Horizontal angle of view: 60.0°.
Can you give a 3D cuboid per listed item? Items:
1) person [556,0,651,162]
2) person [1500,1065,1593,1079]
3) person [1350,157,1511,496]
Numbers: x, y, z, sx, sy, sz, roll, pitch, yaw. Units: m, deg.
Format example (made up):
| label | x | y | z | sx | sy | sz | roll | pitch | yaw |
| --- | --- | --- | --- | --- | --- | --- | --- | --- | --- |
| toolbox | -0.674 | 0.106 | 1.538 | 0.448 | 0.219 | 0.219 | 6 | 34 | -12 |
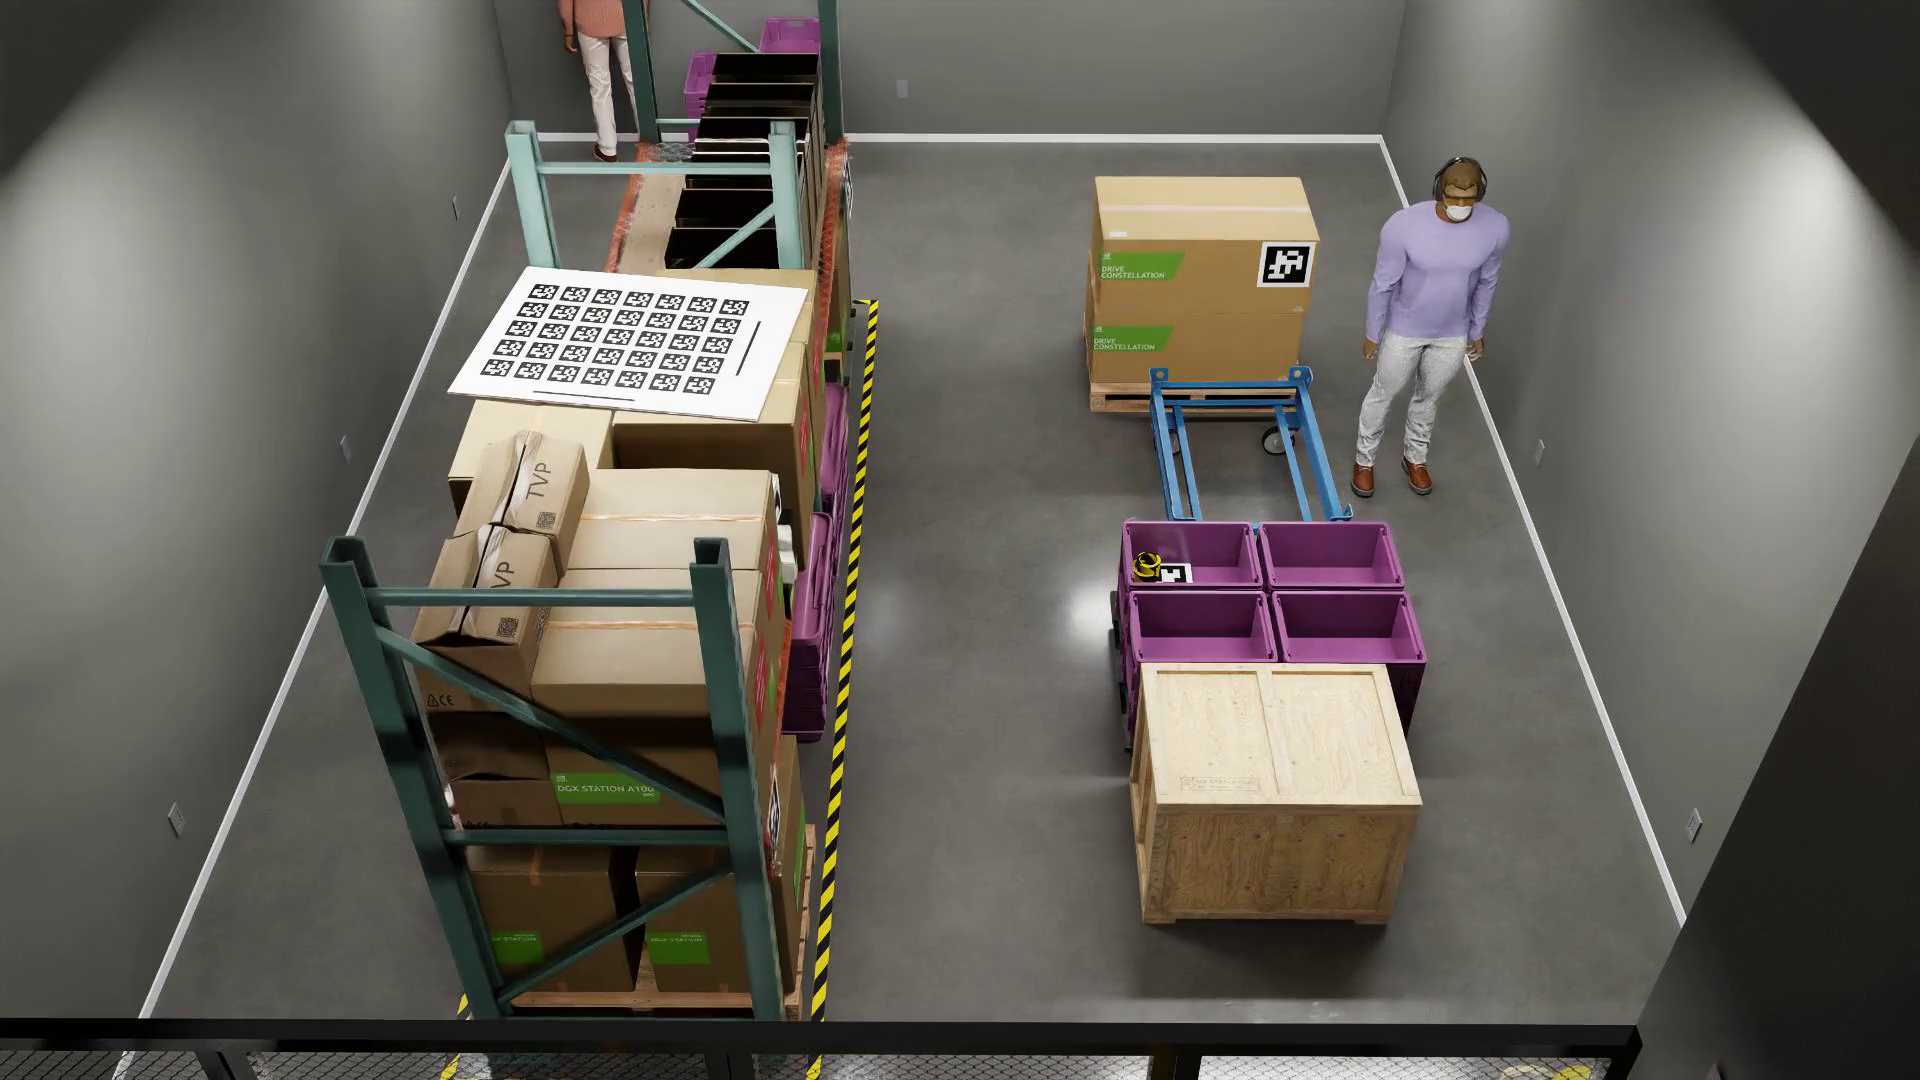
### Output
| label | x | y | z | sx | sy | sz | roll | pitch | yaw |
| --- | --- | --- | --- | --- | --- | --- | --- | --- | --- |
| person | -2.341 | -3.425 | 10.977 | 0.611 | 1.996 | 0.378 | -16 | 44 | -17 |
| person | 1.620 | 2.069 | 4.834 | 0.404 | 1.829 | 0.600 | 5 | 41 | 6 |
| person | 2.328 | -1.052 | 8.313 | 0.634 | 1.937 | 0.355 | -1 | 41 | -2 |
